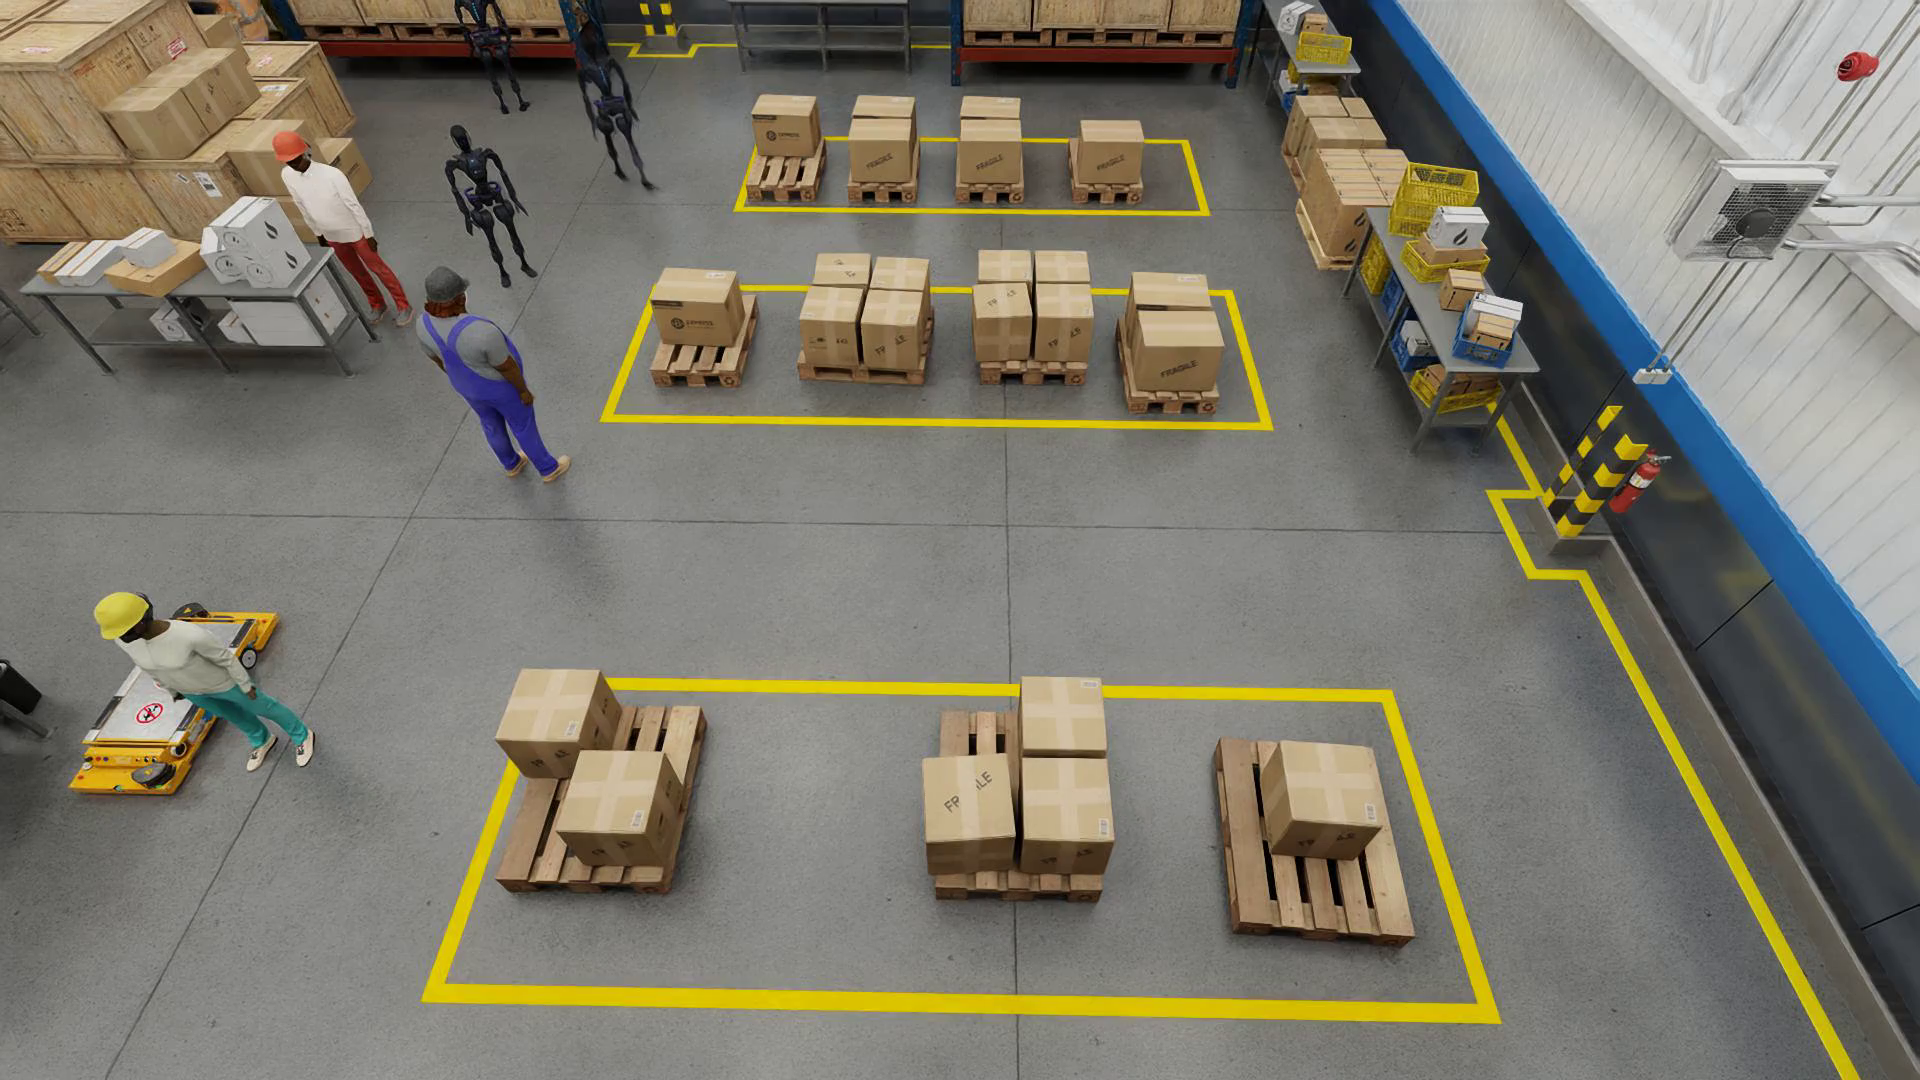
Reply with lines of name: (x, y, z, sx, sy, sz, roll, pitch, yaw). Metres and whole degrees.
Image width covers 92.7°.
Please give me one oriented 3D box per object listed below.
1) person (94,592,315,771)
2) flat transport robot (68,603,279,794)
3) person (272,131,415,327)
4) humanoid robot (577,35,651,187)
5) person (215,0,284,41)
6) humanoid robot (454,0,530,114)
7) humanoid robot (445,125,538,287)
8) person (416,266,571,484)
person: (-4.616, 0.891, 5.632, 0.521, 1.768, 0.309, -3, 50, -3)
flat transport robot: (-5.504, 1.072, 6.442, 0.652, 0.197, 1.431, 1, 50, 1)
person: (-5.874, -2.916, 8.714, 0.615, 1.986, 0.405, 3, 50, 3)
humanoid robot: (-4.011, -4.933, 10.647, 0.595, 1.623, 0.728, -24, 54, -19)
person: (-9.171, -6.580, 11.875, 0.917, 1.890, 0.598, -1, 50, -1)
humanoid robot: (-6.086, -6.421, 11.866, 0.608, 1.661, 0.314, -14, 51, -11)
humanoid robot: (-4.760, -3.380, 9.295, 0.612, 1.657, 0.314, -31, 57, -24)
person: (-3.717, -1.288, 7.297, 0.685, 2.000, 0.538, 10, 51, 9)
